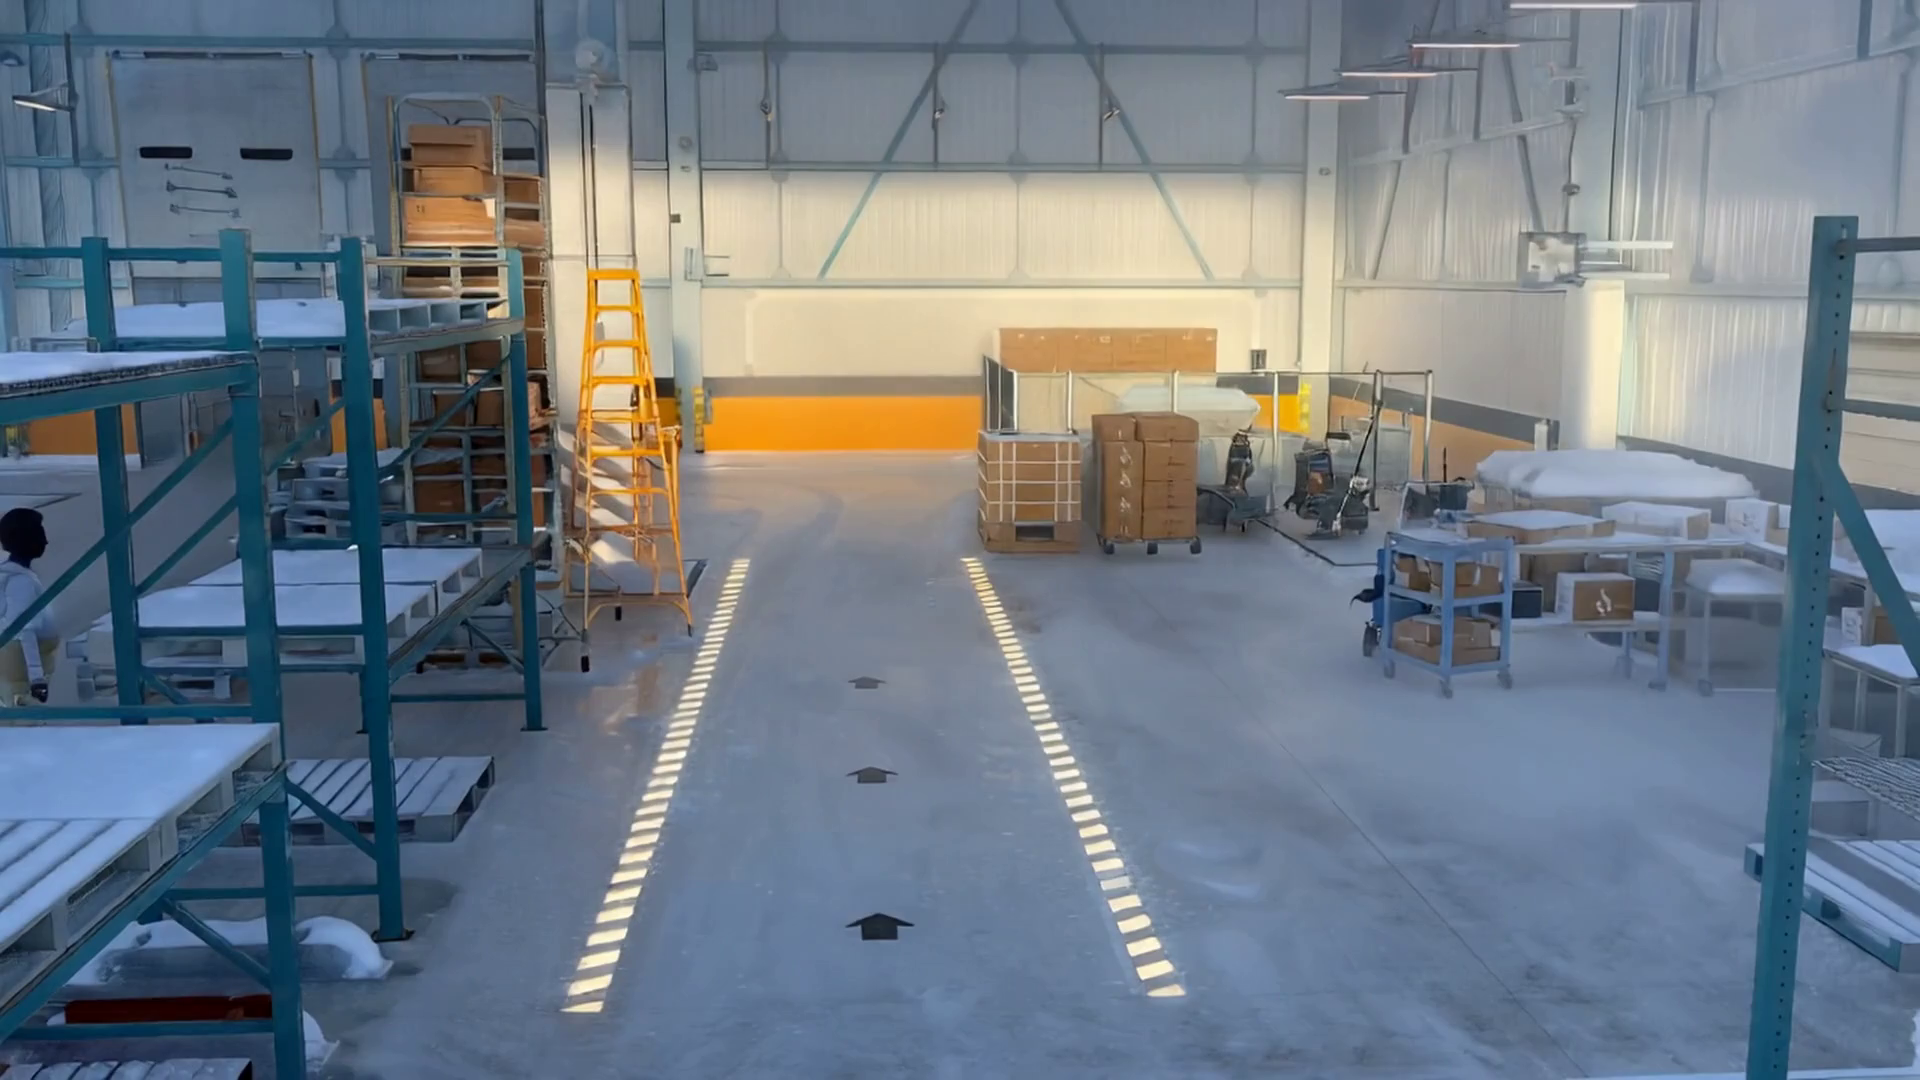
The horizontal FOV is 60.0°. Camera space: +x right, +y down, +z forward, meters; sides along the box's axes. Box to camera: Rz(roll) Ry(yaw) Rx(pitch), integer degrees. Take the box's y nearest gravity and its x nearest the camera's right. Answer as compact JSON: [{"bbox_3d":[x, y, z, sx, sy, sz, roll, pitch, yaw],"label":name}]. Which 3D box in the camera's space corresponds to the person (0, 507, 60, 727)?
[{"bbox_3d":[-4.851,0.671,8.651,0.322,1.689,0.530,-6,11,-32],"label":"person"}]

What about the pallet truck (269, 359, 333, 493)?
[{"bbox_3d":[-7.062,-1.131,18.996,1.885,1.965,0.823,2,9,13],"label":"pallet truck"}]
